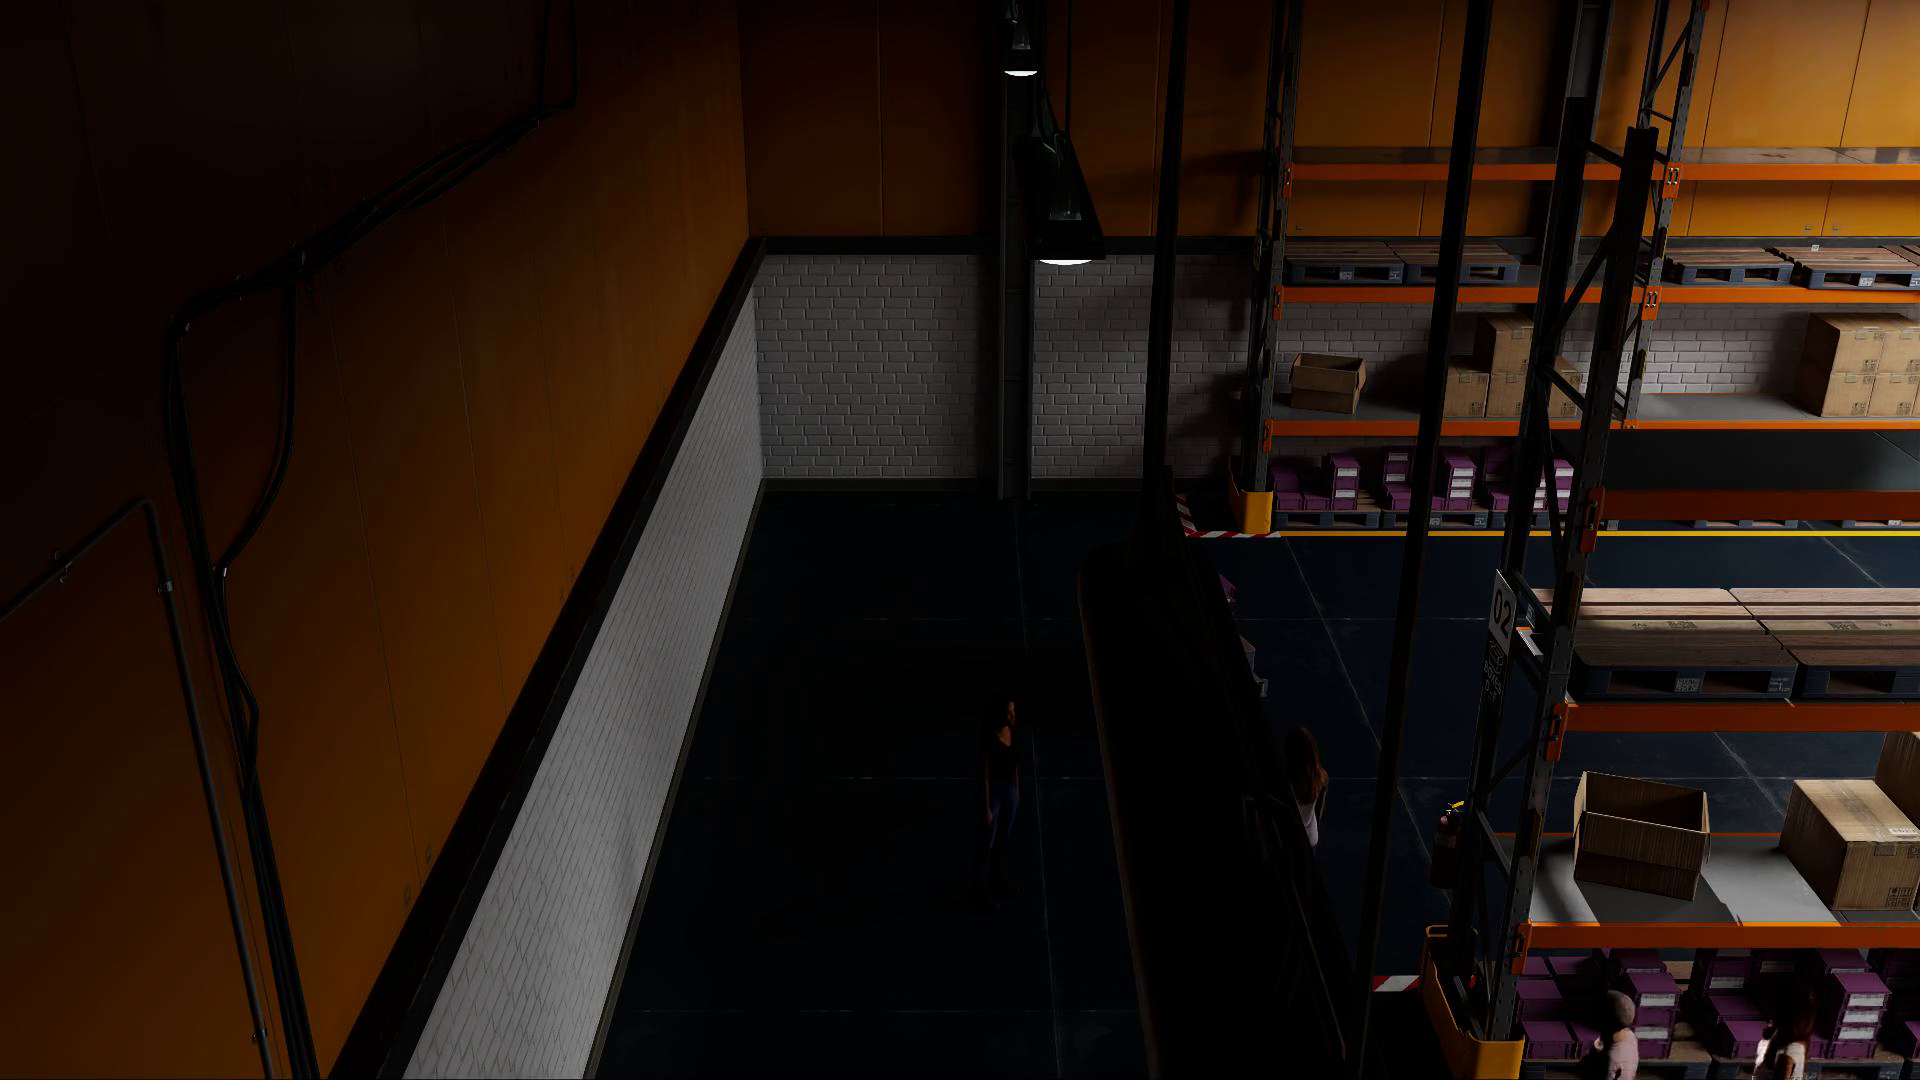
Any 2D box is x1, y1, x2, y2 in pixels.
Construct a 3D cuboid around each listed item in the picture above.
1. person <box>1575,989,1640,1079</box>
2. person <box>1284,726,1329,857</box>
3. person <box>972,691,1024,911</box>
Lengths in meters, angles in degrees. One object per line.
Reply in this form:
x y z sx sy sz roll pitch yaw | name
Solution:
3.573 3.211 9.056 1.078 1.661 0.974 18 30 36 | person
2.319 2.087 11.544 0.584 1.728 0.722 -8 25 -17 | person
0.258 1.859 12.057 0.701 1.733 0.654 18 29 35 | person
